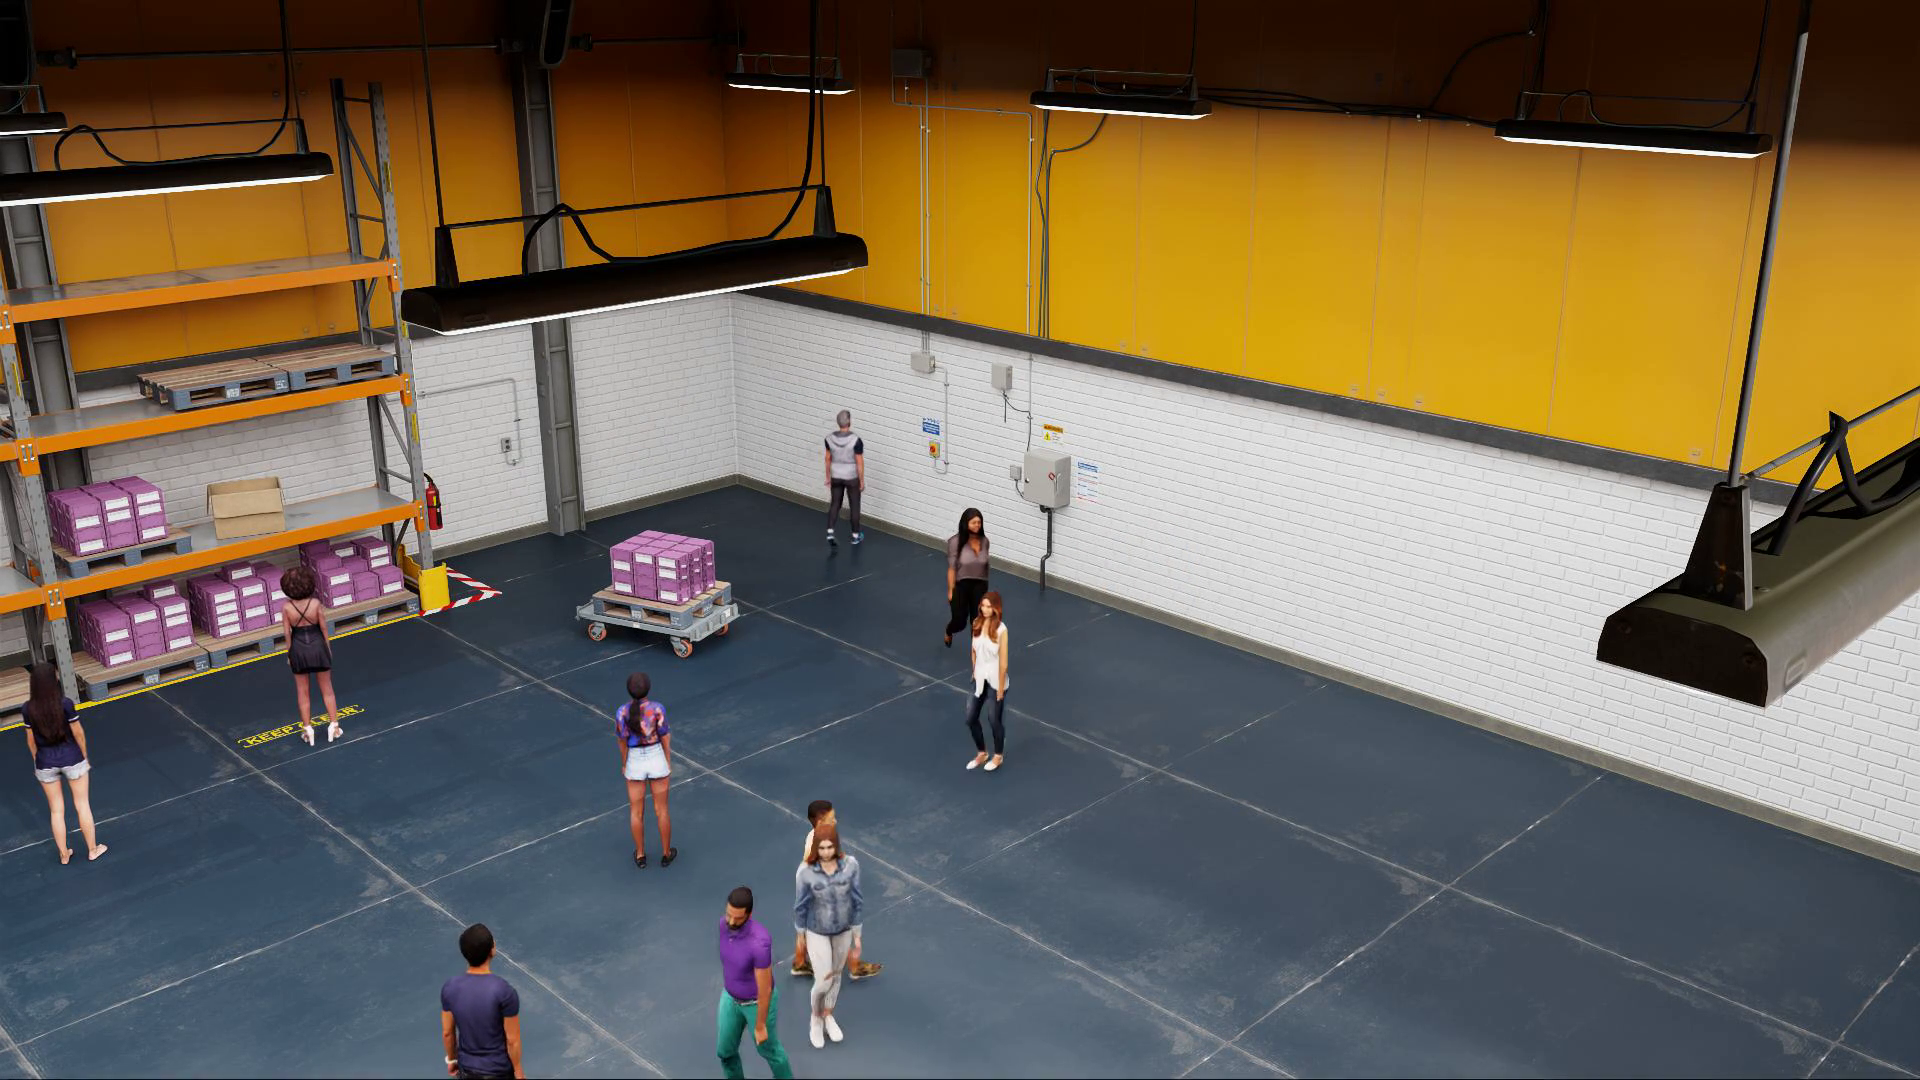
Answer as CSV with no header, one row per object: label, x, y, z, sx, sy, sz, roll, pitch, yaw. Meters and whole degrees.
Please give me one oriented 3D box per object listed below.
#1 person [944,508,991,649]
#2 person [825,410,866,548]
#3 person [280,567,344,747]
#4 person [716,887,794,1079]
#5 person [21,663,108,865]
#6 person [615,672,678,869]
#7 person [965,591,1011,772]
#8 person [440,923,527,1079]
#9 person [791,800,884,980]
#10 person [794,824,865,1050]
person,0.048,0.519,17.633,0.949,1.824,0.928,-7,20,-20
person,-1.519,-0.760,21.446,0.962,1.814,1.120,6,20,17
person,-6.236,1.108,15.939,0.598,1.789,0.705,-7,20,-20
person,-1.288,2.924,10.647,0.868,1.724,0.684,-17,25,-41
person,-7.445,1.852,13.764,0.618,1.766,0.719,-5,19,-14
person,-2.590,1.879,13.723,0.646,1.741,0.725,-2,19,-5
person,0.332,1.291,15.423,0.633,1.771,0.629,15,24,38
person,-2.838,3.146,9.902,0.762,1.779,0.790,3,19,9
person,-1.086,2.573,12.140,0.975,1.436,0.872,-2,19,-7
person,-0.925,2.666,11.477,0.702,1.683,0.783,-7,20,-19
